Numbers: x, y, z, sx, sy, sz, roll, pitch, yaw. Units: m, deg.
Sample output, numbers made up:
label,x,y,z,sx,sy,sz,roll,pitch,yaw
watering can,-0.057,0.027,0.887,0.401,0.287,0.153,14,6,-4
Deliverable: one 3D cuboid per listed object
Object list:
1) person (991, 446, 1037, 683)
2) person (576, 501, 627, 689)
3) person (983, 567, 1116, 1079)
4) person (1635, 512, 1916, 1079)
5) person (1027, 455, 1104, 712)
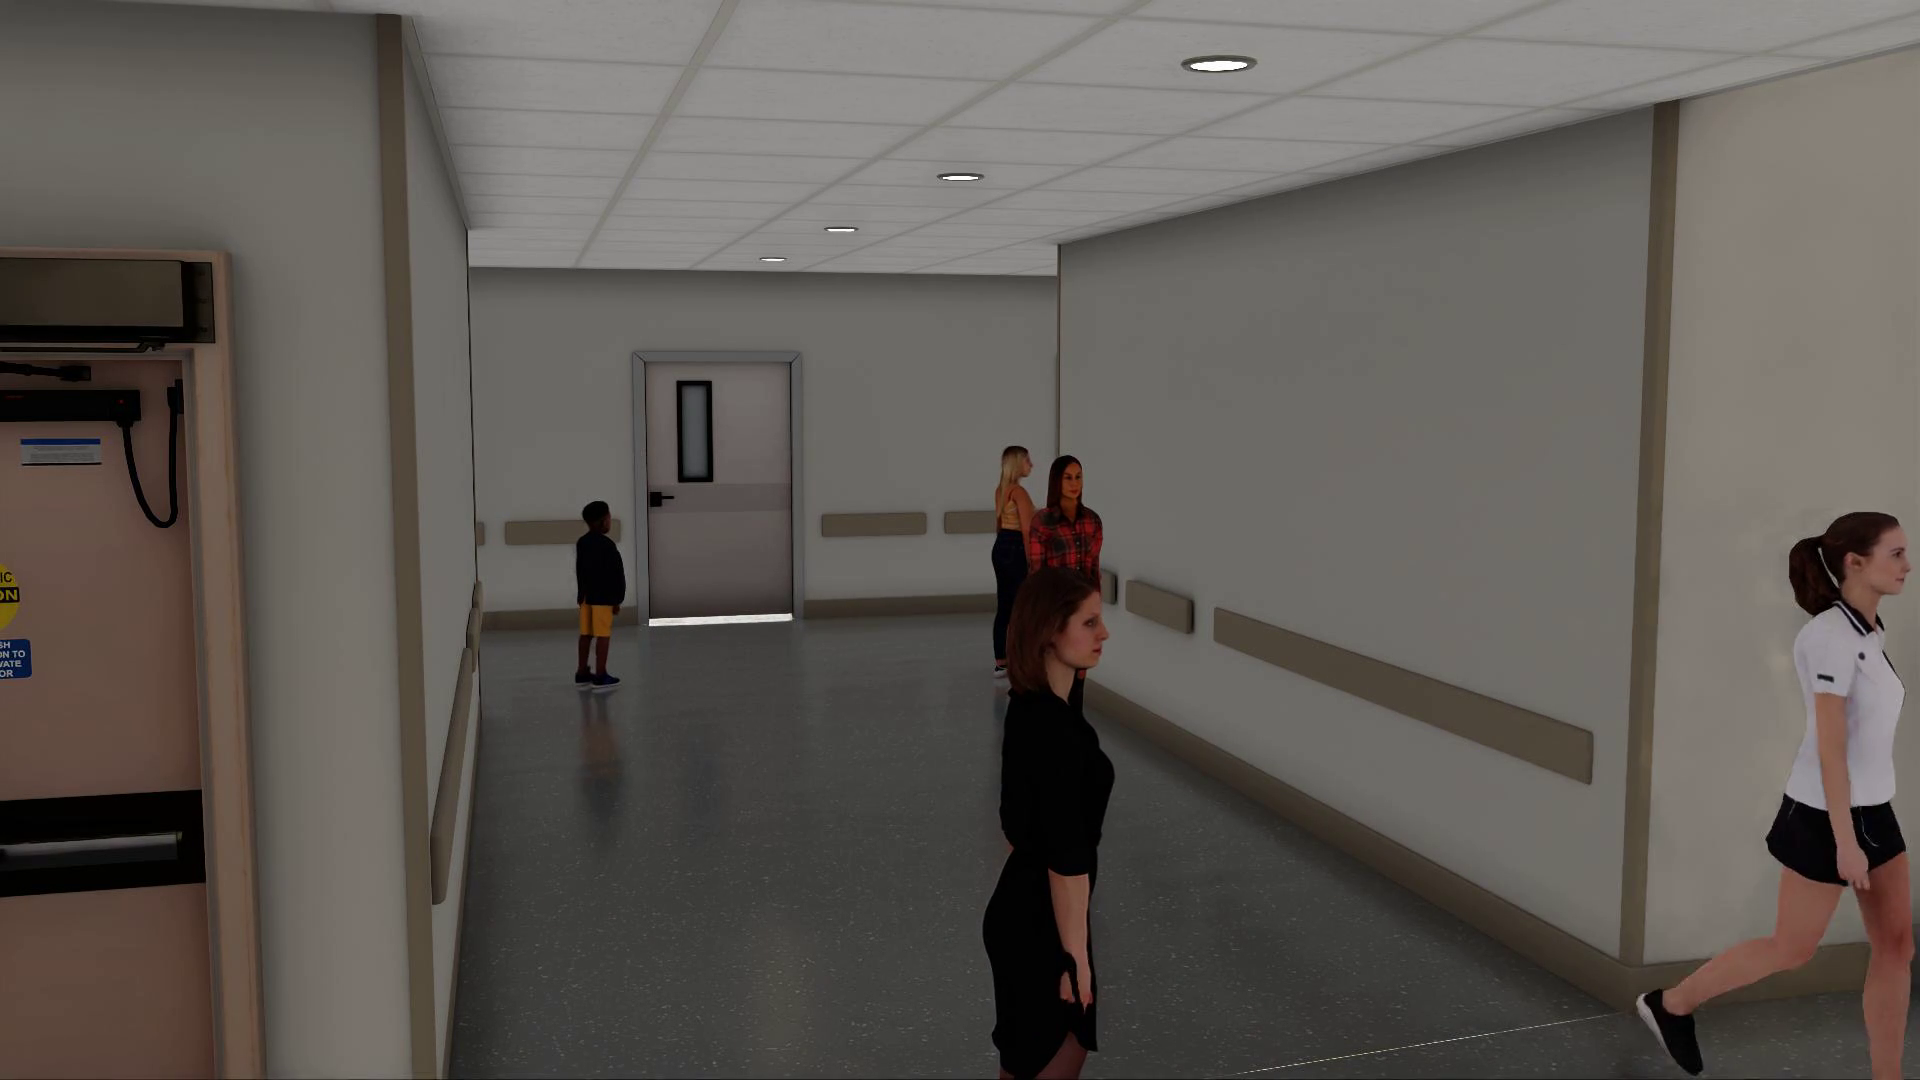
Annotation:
label,x,y,z,sx,sy,sz,roll,pitch,yaw
person,0.366,0.158,11.559,0.578,1.628,0.606,-3,6,-26
person,-2.474,0.363,11.321,0.612,1.266,0.670,4,7,32
person,0.185,0.906,3.744,0.517,1.703,0.598,-1,6,-11
person,2.377,0.801,4.694,1.096,1.723,0.971,-5,8,-43
person,0.546,0.400,8.782,0.570,1.703,0.719,-3,7,-29
